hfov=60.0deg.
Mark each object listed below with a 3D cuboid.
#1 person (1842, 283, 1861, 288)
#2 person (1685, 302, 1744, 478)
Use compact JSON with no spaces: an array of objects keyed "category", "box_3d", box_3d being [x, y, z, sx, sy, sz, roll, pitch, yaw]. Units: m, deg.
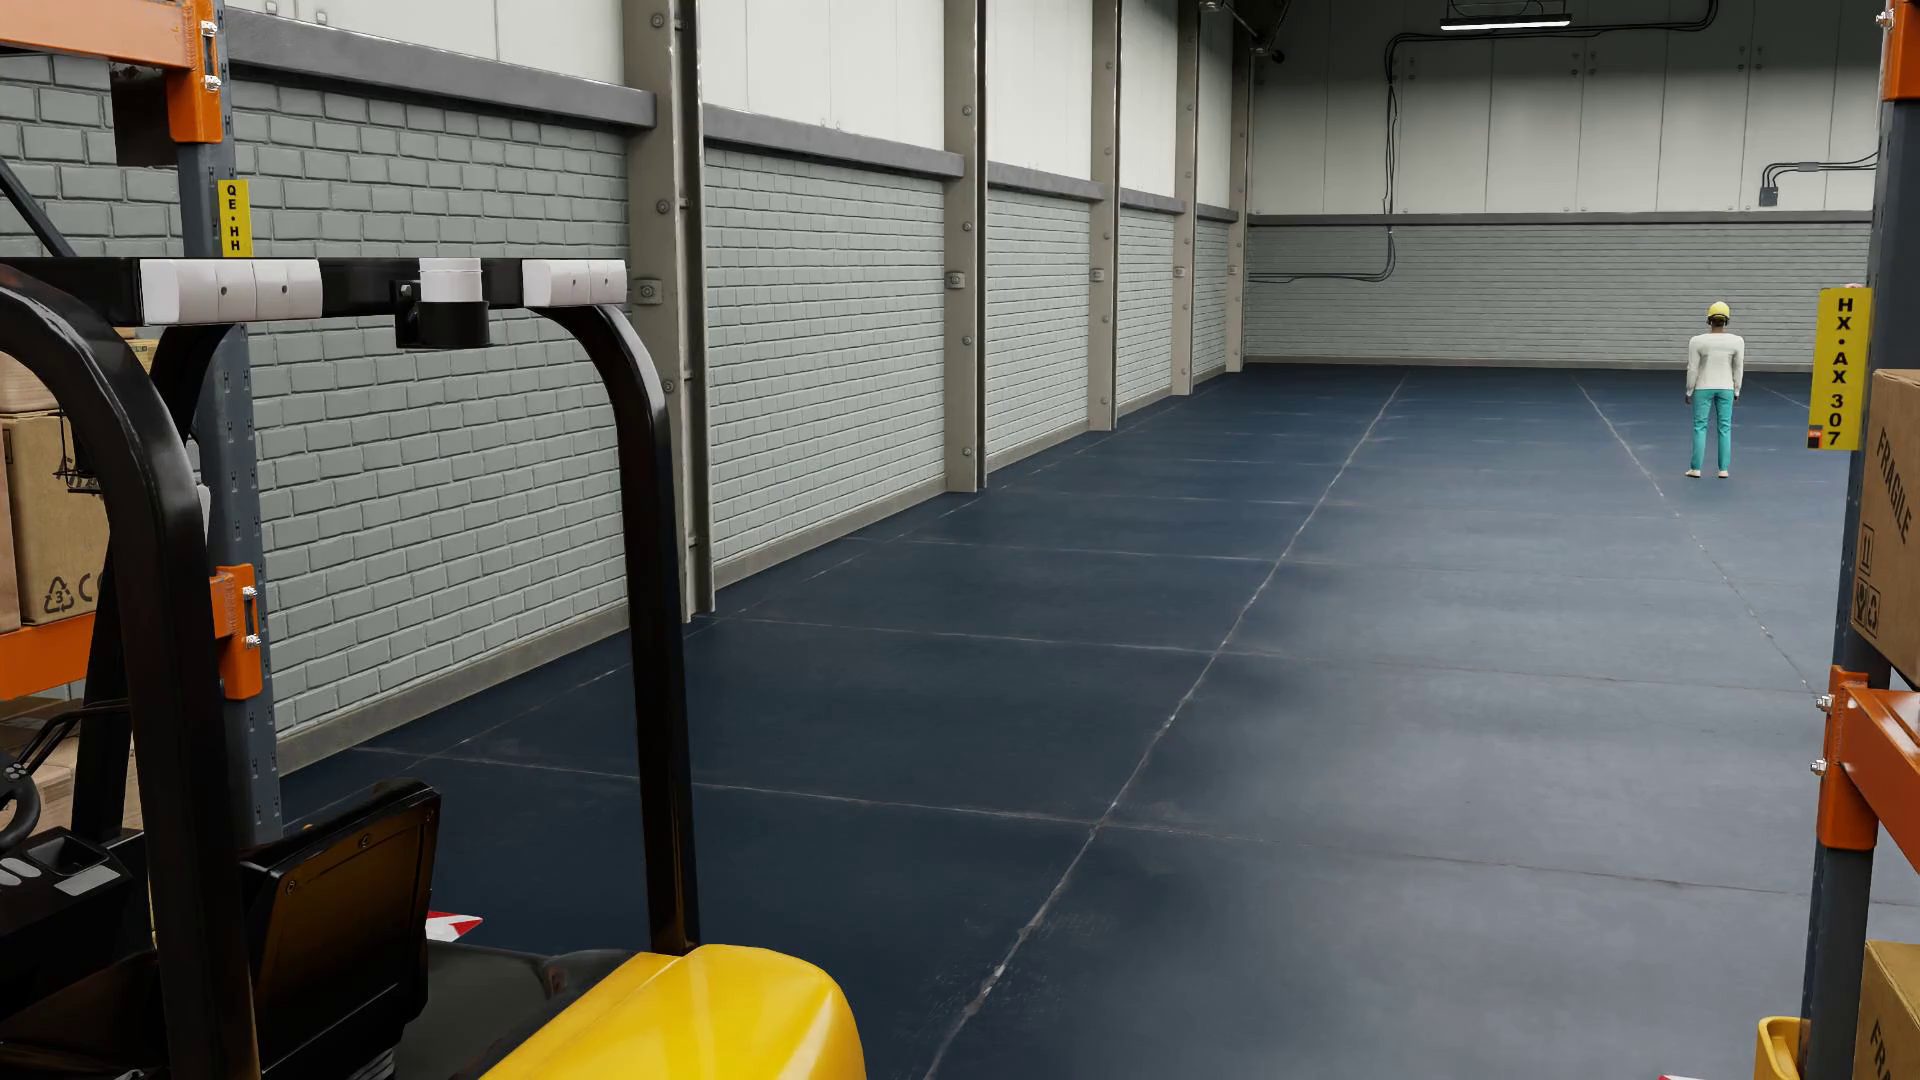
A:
[{"category":"person","box_3d":[10.549,-2.094,19.808,0.644,1.909,0.409,-5,11,-29]},{"category":"person","box_3d":[7.543,-1.495,16.659,0.526,1.768,0.314,2,10,12]}]
